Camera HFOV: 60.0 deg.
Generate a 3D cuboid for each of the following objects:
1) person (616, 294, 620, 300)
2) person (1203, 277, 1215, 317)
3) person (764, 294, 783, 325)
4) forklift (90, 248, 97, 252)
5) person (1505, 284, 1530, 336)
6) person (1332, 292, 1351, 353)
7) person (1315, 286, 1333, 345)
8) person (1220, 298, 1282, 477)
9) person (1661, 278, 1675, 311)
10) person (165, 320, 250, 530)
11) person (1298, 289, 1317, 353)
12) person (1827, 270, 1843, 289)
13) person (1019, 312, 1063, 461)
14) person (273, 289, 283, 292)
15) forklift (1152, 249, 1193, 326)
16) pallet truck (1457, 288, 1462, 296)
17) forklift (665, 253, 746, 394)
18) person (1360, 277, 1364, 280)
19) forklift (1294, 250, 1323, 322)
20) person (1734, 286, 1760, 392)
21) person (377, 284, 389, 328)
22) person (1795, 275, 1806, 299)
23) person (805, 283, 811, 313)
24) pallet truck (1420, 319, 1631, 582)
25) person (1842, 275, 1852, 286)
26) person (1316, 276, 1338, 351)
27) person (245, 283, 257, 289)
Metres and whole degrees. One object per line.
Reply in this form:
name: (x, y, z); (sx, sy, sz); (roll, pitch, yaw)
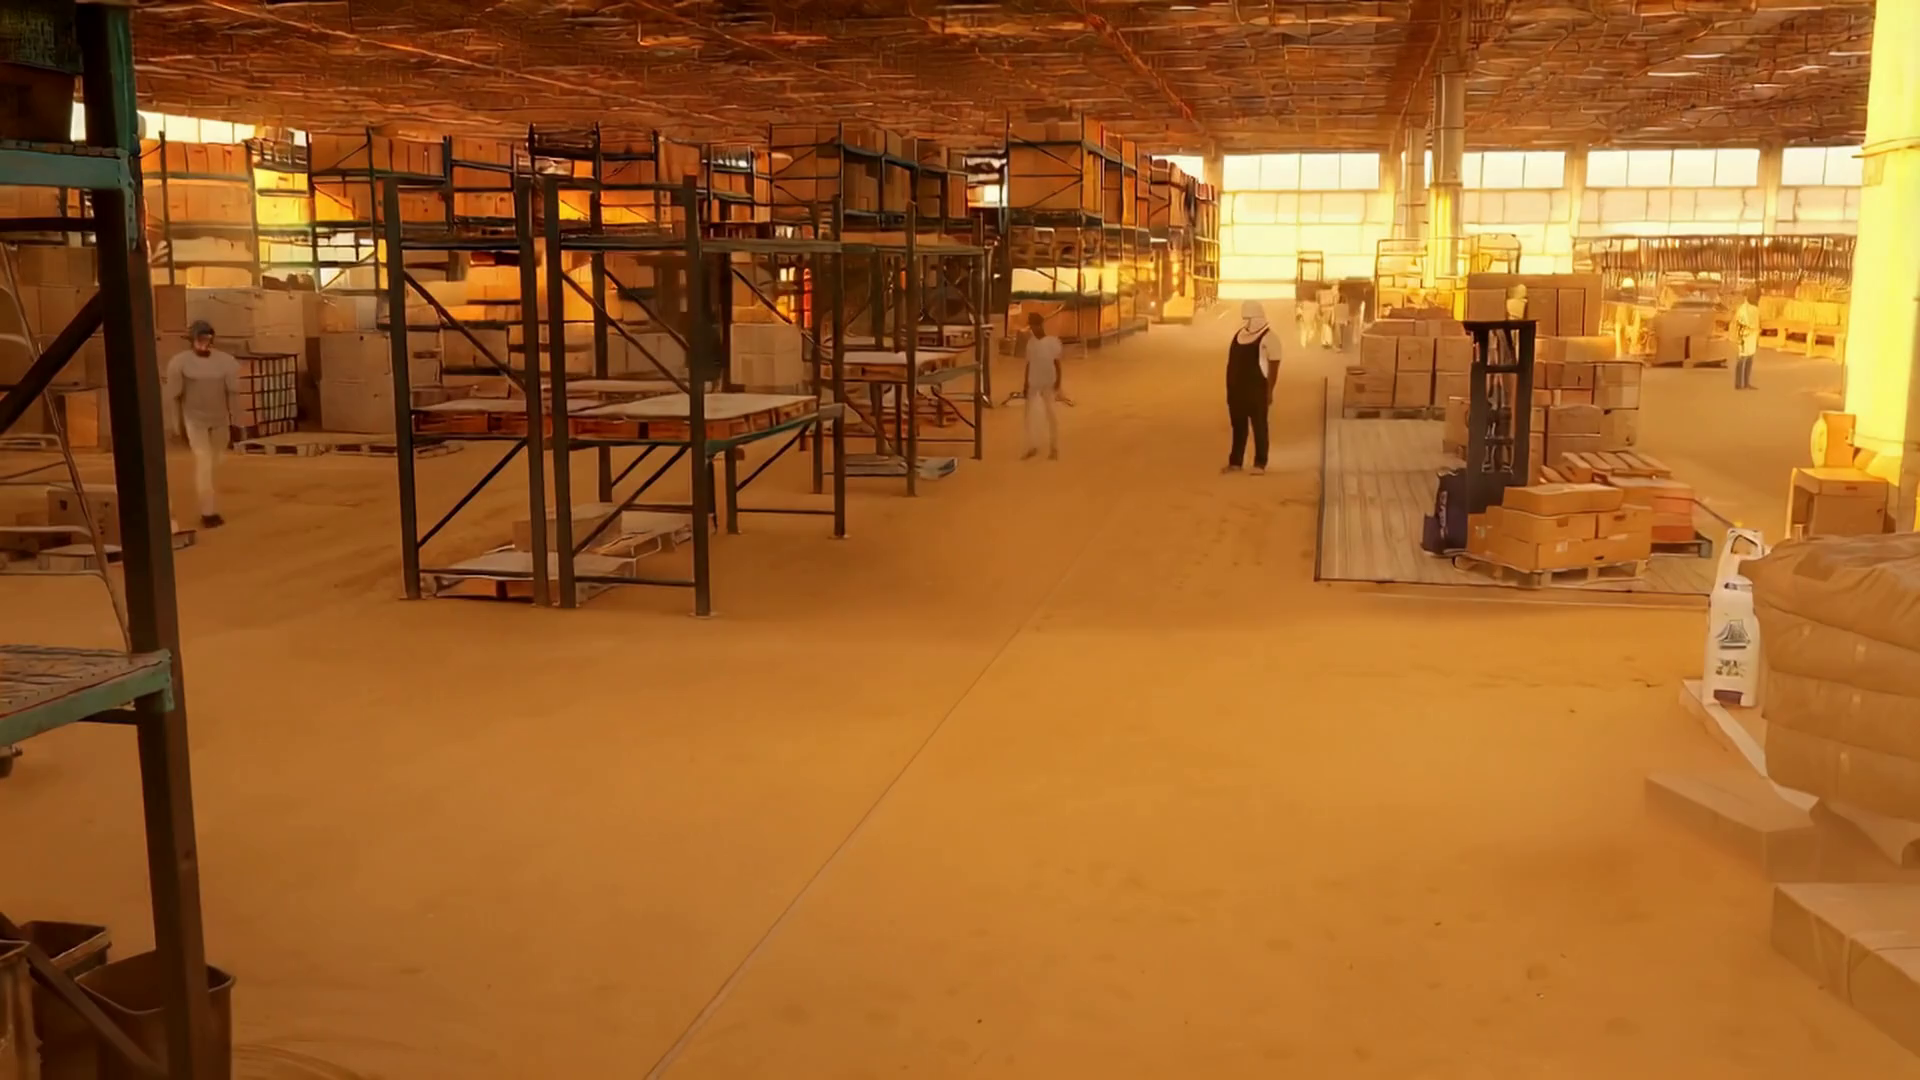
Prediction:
person: (-8.444, -5.240, 40.933); (0.524, 1.631, 0.318); (0, 10, -1)
person: (10.673, -10.423, 71.286); (0.530, 1.744, 0.755); (1, 10, 9)
person: (-4.737, -5.373, 41.806); (0.827, 1.601, 0.513); (6, 11, 30)
forklift: (-26.340, -7.528, 50.783); (1.129, 2.768, 1.873); (2, 10, 12)
person: (12.592, -4.817, 37.573); (0.383, 1.918, 0.597); (-7, 12, -37)
person: (10.083, -5.749, 43.997); (0.509, 1.611, 0.445); (1, 10, 4)
person: (10.606, -6.593, 48.202); (0.668, 1.874, 0.827); (2, 10, 14)
person: (3.283, -1.735, 18.964); (0.537, 2.000, 0.682); (-9, 13, -44)
person: (24.691, -8.222, 58.042); (0.403, 1.818, 0.601); (7, 12, 36)
person: (-6.900, -1.057, 15.319); (0.720, 1.912, 0.649); (8, 12, 40)
person: (9.168, -5.749, 43.789); (0.558, 1.674, 0.540); (-3, 10, -16)
person: (38.688, -10.927, 73.519); (0.616, 2.003, 1.016); (1, 10, 3)
person: (0.978, -1.883, 20.449); (0.655, 1.831, 0.754); (7, 12, 34)
person: (-14.830, -4.521, 36.112); (0.735, 1.819, 0.665); (4, 10, 21)
forklift: (7.646, -9.320, 61.395); (1.873, 2.768, 1.129); (2, 10, 11)
pallet truck: (20.506, -9.785, 68.819); (0.653, 1.274, 1.630); (2, 10, 12)
forklift: (-4.273, -3.496, 26.907); (1.129, 2.768, 1.873); (2, 10, 12)
person: (20.370, -12.556, 84.358); (0.529, 1.595, 0.847); (-7, 12, -37)
forklift: (13.778, -10.002, 65.433); (1.129, 2.768, 1.873); (2, 10, 12)
person: (14.789, -3.762, 31.183); (0.606, 1.966, 0.367); (-7, 12, -35)
person: (-12.892, -4.765, 37.208); (0.729, 1.953, 0.676); (-4, 10, -20)
person: (35.772, -10.376, 70.775); (0.483, 1.818, 0.621); (0, 10, 3)
person: (-6.821, -11.332, 76.478); (0.584, 1.812, 0.833); (3, 10, 15)
pallet truck: (4.543, -0.757, 13.299); (0.823, 1.965, 1.885); (-4, 10, -22)
person: (37.821, -10.404, 71.055); (0.987, 1.805, 0.567); (4, 11, 24)
person: (9.943, -6.145, 45.150); (0.615, 2.023, 0.676); (1, 10, 5)
person: (-16.304, -4.953, 38.389); (0.501, 1.918, 0.559); (-8, 12, -39)
